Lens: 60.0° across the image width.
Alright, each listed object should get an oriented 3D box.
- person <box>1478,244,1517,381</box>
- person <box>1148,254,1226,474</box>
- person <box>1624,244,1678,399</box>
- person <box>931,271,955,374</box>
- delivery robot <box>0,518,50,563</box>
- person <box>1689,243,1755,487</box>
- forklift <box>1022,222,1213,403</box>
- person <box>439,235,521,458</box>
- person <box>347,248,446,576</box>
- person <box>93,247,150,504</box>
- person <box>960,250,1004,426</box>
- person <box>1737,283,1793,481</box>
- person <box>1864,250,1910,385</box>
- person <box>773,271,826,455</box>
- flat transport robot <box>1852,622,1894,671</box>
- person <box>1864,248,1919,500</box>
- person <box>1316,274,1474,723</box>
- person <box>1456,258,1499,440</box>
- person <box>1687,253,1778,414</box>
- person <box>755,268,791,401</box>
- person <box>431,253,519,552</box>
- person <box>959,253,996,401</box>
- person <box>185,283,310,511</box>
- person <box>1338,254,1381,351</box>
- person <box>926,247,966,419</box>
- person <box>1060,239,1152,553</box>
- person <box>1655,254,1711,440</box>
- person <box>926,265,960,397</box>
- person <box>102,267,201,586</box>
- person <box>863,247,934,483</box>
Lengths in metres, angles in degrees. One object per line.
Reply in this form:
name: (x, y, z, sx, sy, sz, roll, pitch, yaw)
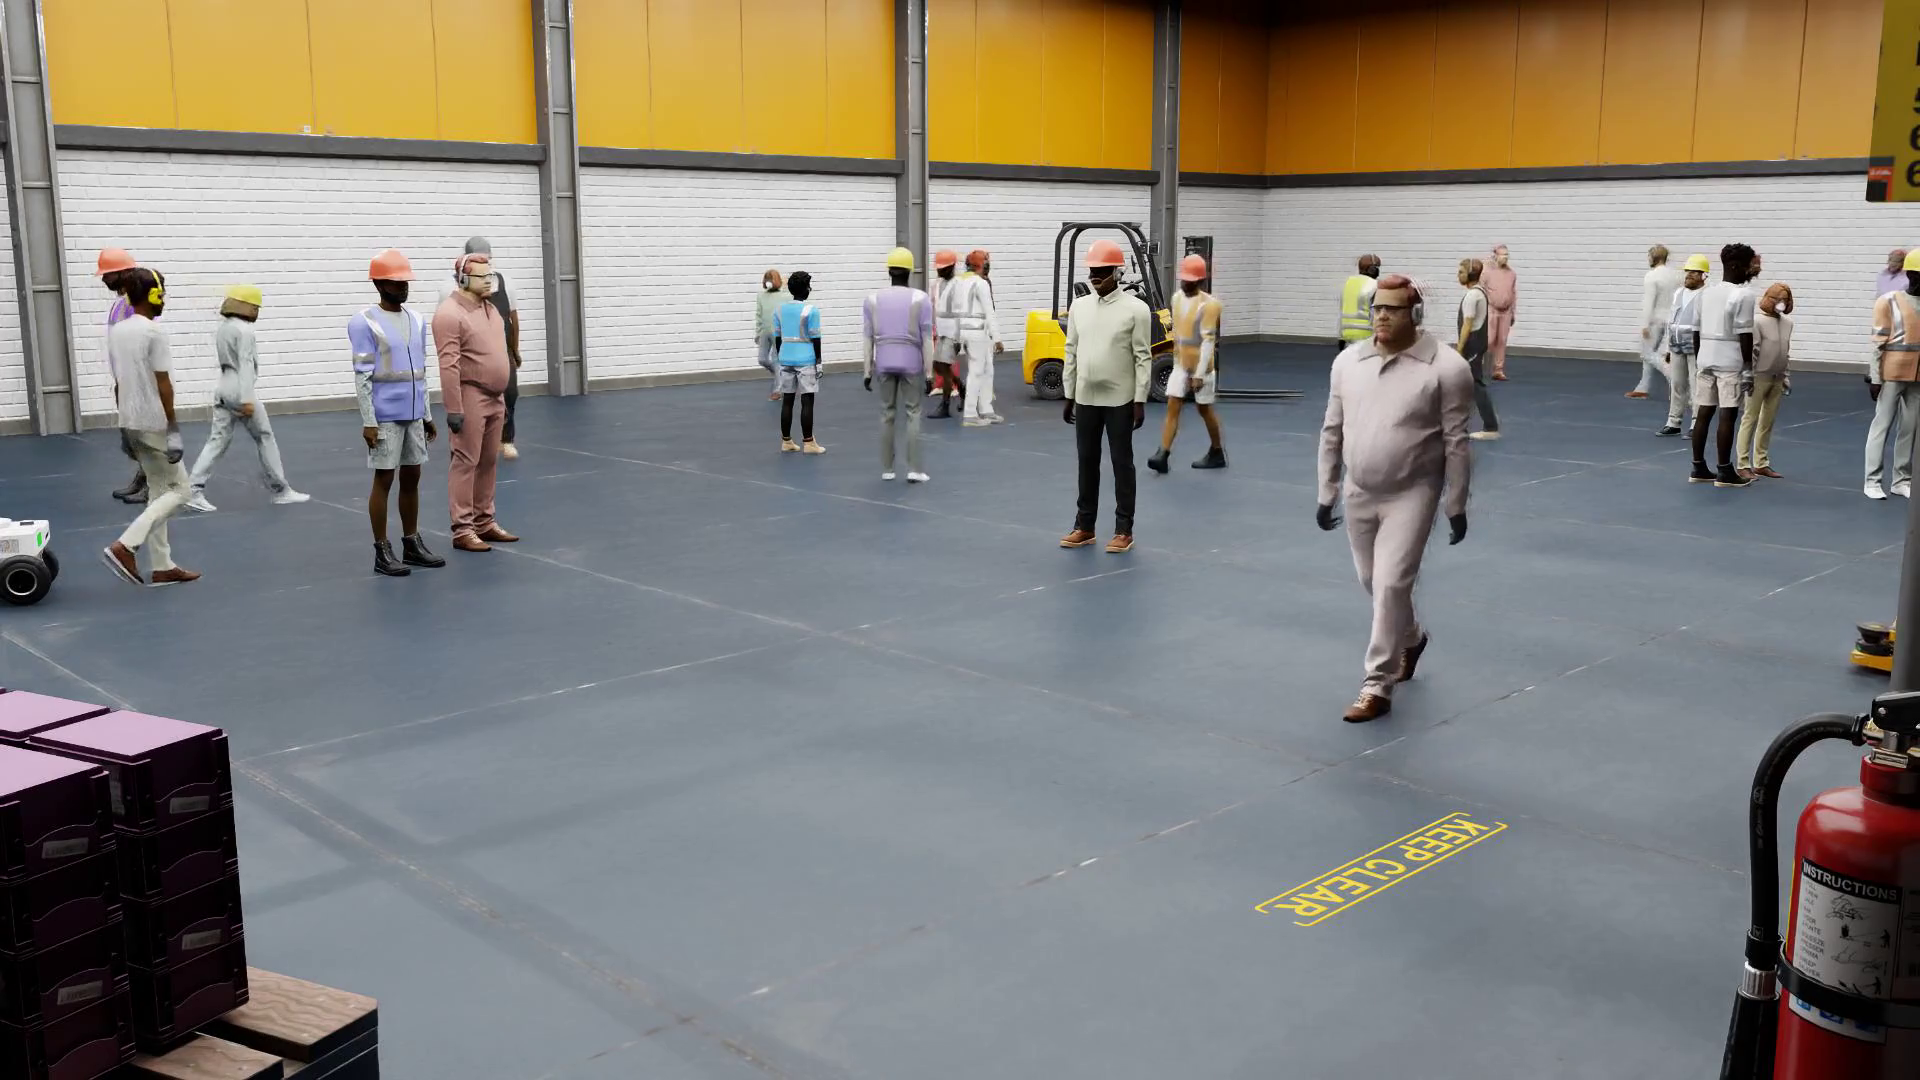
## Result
person: (7.496, -3.183, 23.286, 0.663, 1.894, 0.514, -3, 11, -17)
person: (1.945, -1.491, 14.160, 0.977, 1.858, 0.614, -8, 13, -39)
person: (8.551, -2.649, 20.338, 0.650, 1.920, 0.780, -9, 13, -39)
person: (-0.211, -3.219, 24.204, 0.280, 1.634, 0.499, -7, 12, -34)
delivery robot: (-5.435, 0.030, 9.179, 0.707, 0.478, 0.477, -4, 11, -23)
person: (6.191, -1.414, 13.473, 0.374, 1.960, 0.600, -3, 11, -18)
forklift: (1.935, -2.847, 20.651, 2.313, 2.155, 1.214, 2, 11, 13)
person: (-4.260, -1.718, 14.914, 0.718, 2.000, 0.621, -6, 12, -32)
person: (-3.368, -0.764, 9.979, 0.354, 1.942, 0.545, 5, 12, 26)
person: (-6.297, -1.242, 12.612, 0.369, 1.933, 0.543, -8, 13, -37)
person: (0.267, -2.131, 17.661, 0.527, 1.860, 0.659, -3, 11, -14)
person: (6.709, -1.315, 13.822, 0.498, 1.633, 0.280, -5, 11, -25)
person: (12.642, -2.998, 22.500, 1.067, 1.823, 0.650, -7, 13, -34)
person: (-1.482, -1.630, 15.372, 0.540, 1.695, 0.317, 7, 13, 34)
flat transport robot: (4.908, 0.515, 7.567, 1.431, 0.197, 0.652, 7, 12, 33)
person: (7.267, -1.265, 12.751, 0.589, 1.928, 0.386, -1, 10, -5)
person: (1.890, -0.215, 7.208, 0.658, 1.872, 0.936, 9, 14, 42)
person: (5.009, -1.898, 16.566, 0.876, 1.800, 0.536, 4, 11, 22)
person: (8.827, -2.354, 18.934, 0.557, 1.843, 0.950, -9, 14, -41)
person: (-2.268, -2.532, 20.493, 0.512, 1.618, 0.456, 6, 12, 30)
person: (-3.109, -0.890, 10.764, 0.403, 1.906, 0.652, 3, 11, 14)
person: (0.190, -2.598, 20.361, 0.435, 1.805, 0.659, -7, 12, -33)
person: (-5.364, -1.053, 12.297, 0.548, 1.671, 0.918, 8, 13, 39)
person: (4.527, -2.221, 18.284, 0.843, 1.808, 0.653, -4, 11, -22)
person: (-0.086, -2.271, 18.332, 0.638, 1.894, 0.629, -6, 12, -31)
person: (0.924, -0.918, 10.677, 0.621, 1.994, 0.381, 7, 12, 33)
person: (7.260, -1.917, 16.552, 0.404, 1.837, 0.594, -5, 12, -26)
person: (-0.190, -2.682, 20.912, 0.522, 1.771, 0.306, 8, 13, 39)
person: (-4.666, -0.625, 9.485, 0.553, 1.846, 0.523, 6, 12, 31)
person: (-0.498, -1.434, 13.676, 0.593, 1.926, 0.384, 2, 11, 12)
